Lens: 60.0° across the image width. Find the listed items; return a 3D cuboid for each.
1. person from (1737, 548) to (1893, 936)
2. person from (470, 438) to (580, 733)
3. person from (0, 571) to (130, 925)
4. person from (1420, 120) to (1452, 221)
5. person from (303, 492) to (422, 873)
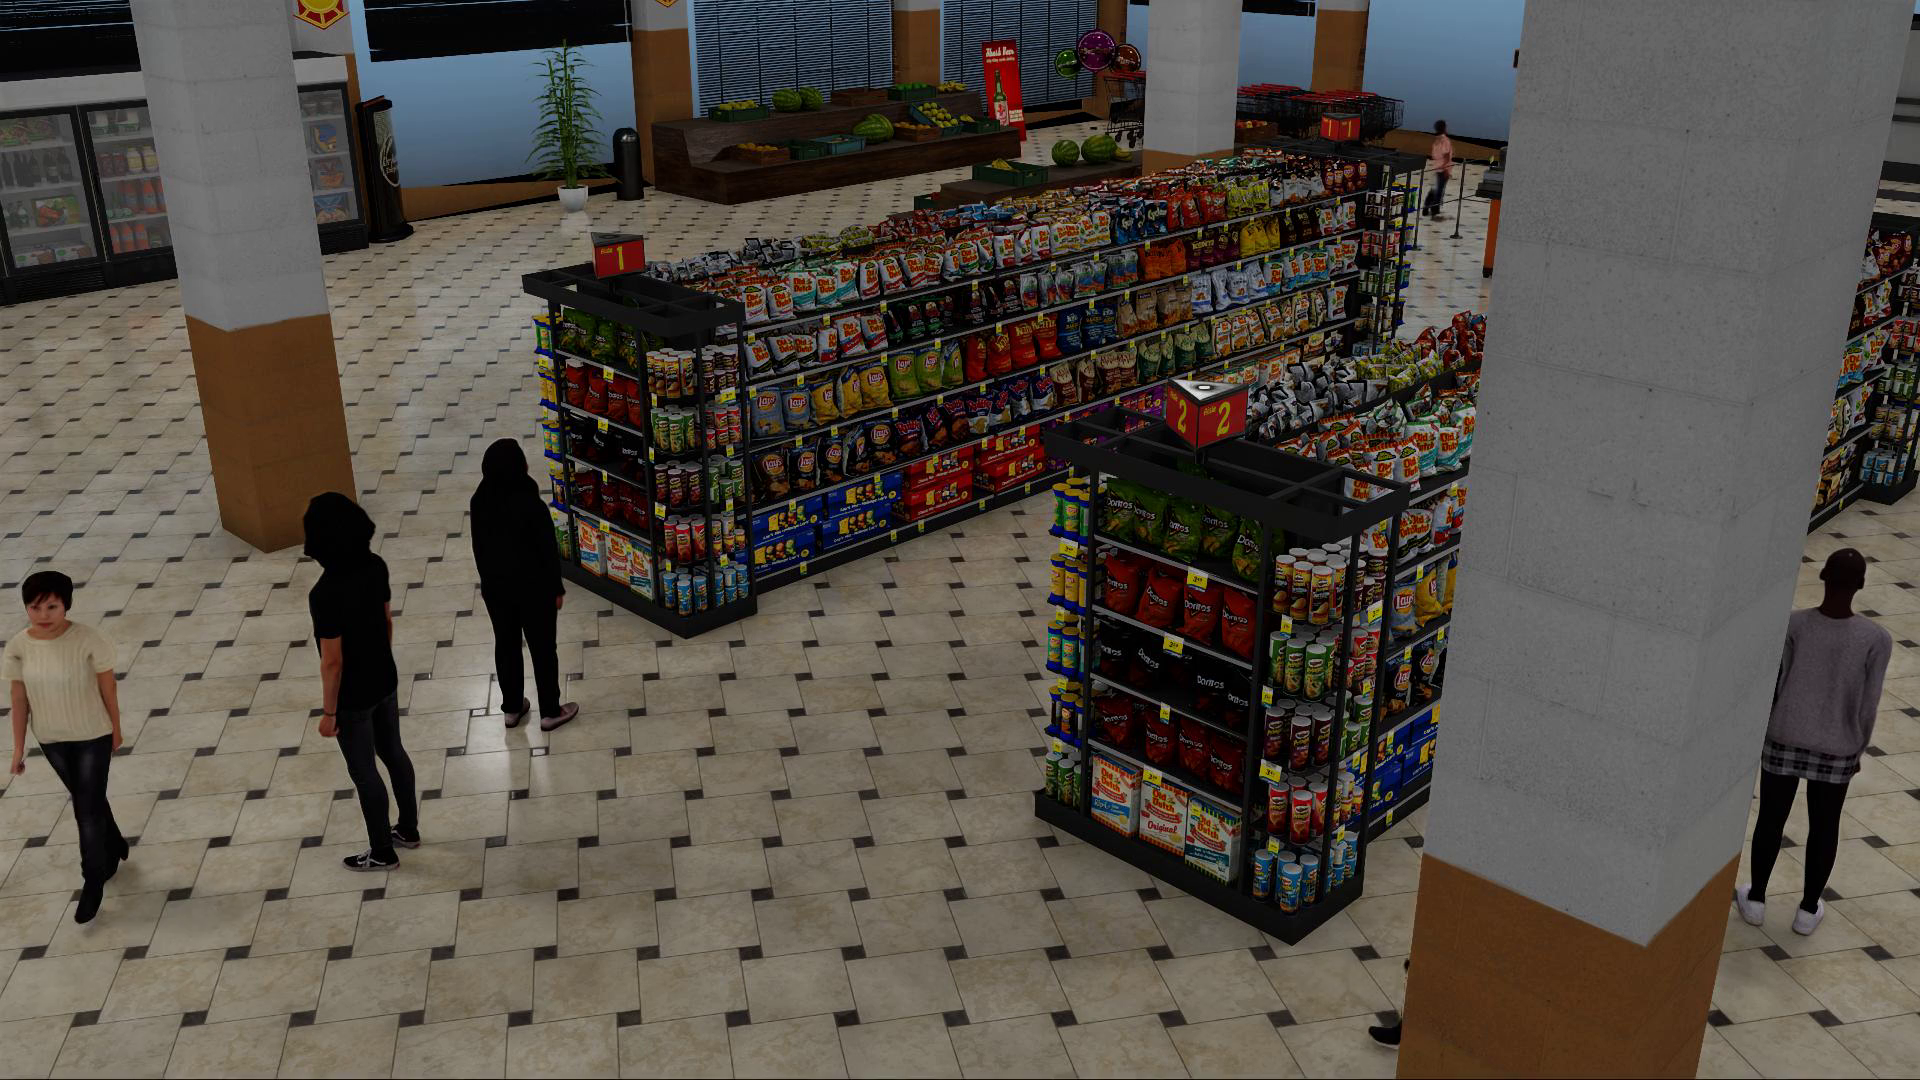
[{"bbox_3d":[3.623,0.860,7.084,0.673,1.771,0.639,11,24,25],"label":"person"},{"bbox_3d":[-2.338,0.245,8.823,0.754,1.617,0.780,6,23,15],"label":"person"},{"bbox_3d":[-3.902,0.842,7.403,0.874,1.566,0.938,1,22,2],"label":"person"},{"bbox_3d":[6.360,-4.903,22.066,0.717,1.294,0.679,4,22,9],"label":"person"},{"bbox_3d":[-2.711,0.641,7.541,0.771,1.837,0.626,7,23,17],"label":"person"}]
